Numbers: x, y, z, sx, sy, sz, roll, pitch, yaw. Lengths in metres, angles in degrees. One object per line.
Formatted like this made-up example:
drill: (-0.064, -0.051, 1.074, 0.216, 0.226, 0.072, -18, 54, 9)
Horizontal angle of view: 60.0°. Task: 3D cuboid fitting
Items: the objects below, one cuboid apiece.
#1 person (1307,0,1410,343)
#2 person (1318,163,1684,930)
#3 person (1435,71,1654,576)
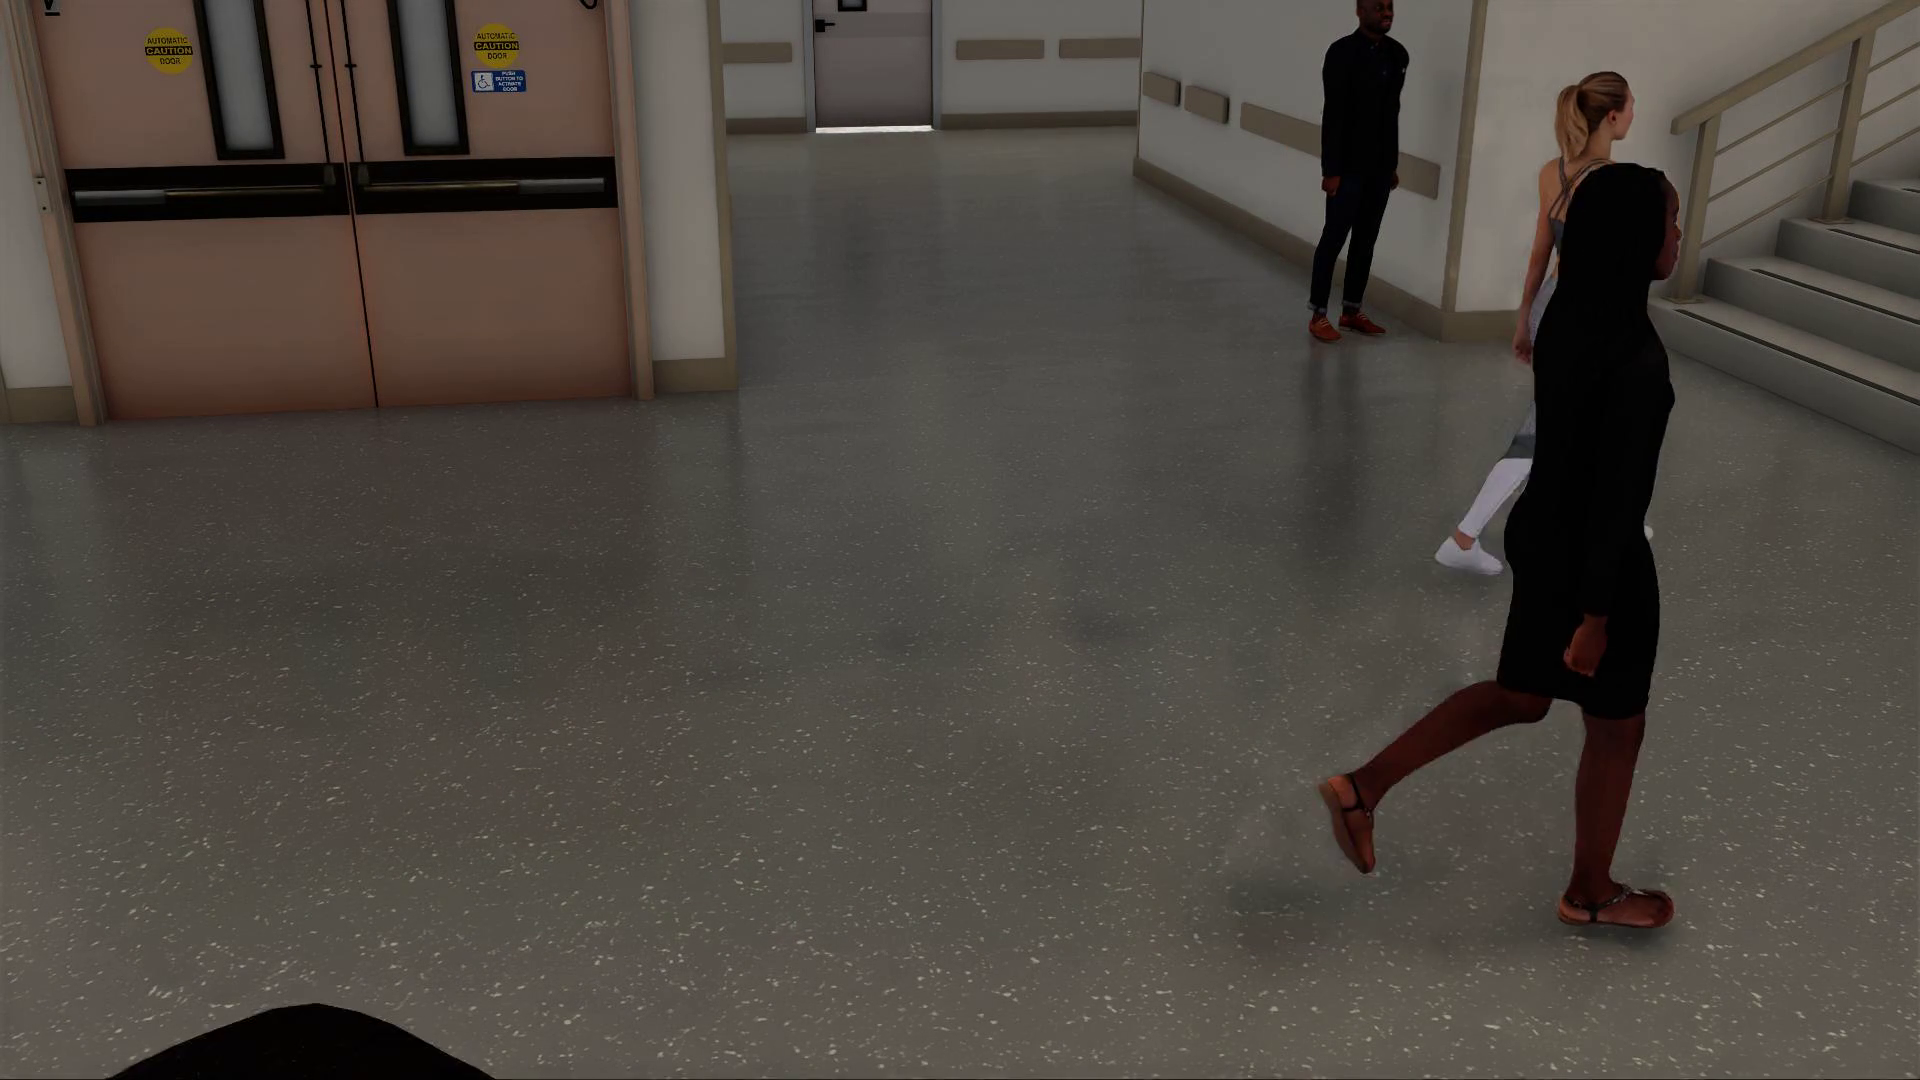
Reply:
person: (2.103, -1.975, 8.777, 0.675, 1.817, 0.835, -12, 24, -29)
person: (1.217, 0.078, 3.519, 1.084, 1.702, 0.744, 1, 21, 2)
person: (1.941, -0.644, 5.487, 1.172, 1.658, 0.709, -7, 22, -18)
